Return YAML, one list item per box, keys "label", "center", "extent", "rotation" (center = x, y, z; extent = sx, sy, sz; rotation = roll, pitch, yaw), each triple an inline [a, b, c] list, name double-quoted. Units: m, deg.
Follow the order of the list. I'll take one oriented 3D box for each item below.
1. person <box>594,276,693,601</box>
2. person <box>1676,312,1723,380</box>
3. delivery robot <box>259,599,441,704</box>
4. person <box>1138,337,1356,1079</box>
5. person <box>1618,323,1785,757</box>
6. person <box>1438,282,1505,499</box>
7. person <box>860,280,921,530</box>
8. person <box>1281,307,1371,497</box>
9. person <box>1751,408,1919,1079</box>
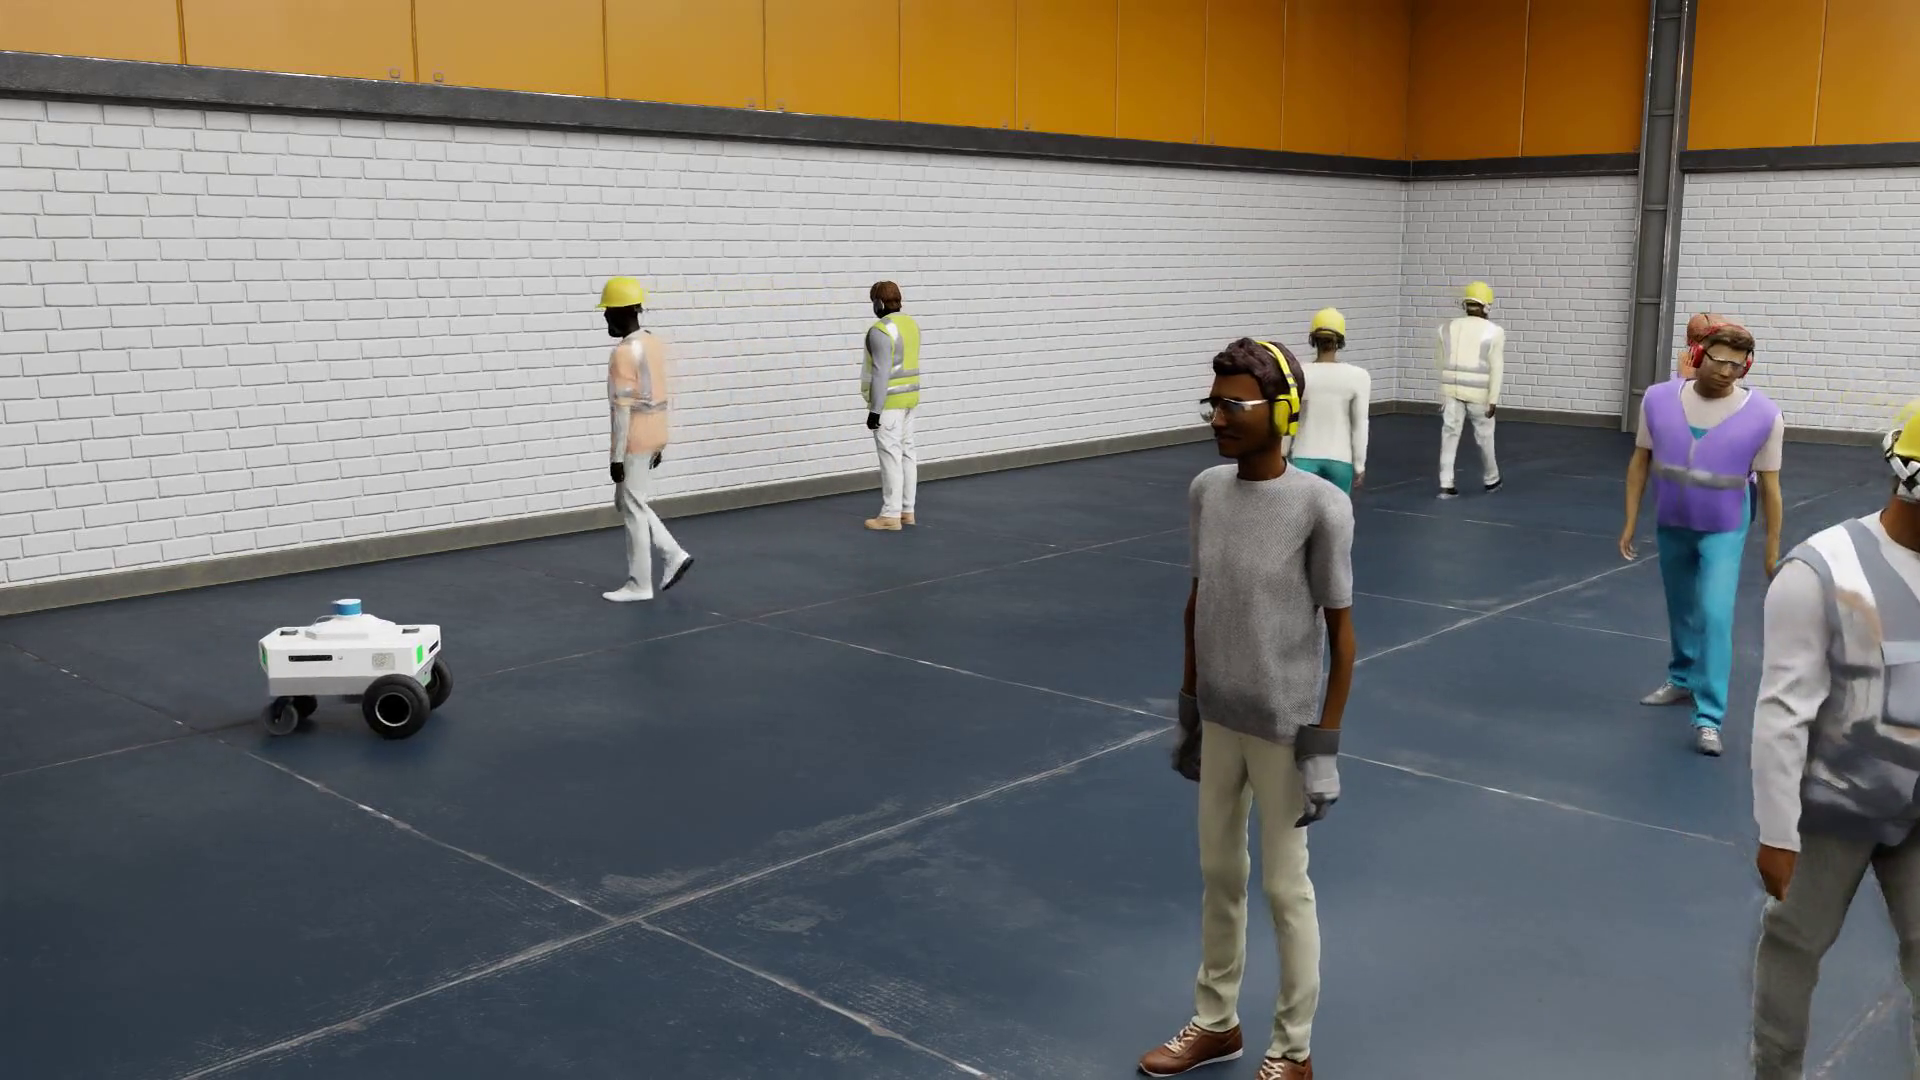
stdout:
- label: "person"
  center: [-1.889, -0.575, 9.711]
  extent: [0.447, 1.913, 0.617]
  rotation: [1, 10, 8]
- label: "person"
  center: [5.045, -0.732, 11.378]
  extent: [0.308, 1.645, 0.514]
  rotation: [-1, 10, -5]
- label: "delivery robot"
  center: [-2.637, 0.498, 7.204]
  extent: [0.707, 0.478, 0.477]
  rotation: [-1, 10, -4]
- label: "person"
  center: [0.701, 0.454, 3.984]
  extent: [0.329, 1.871, 0.513]
  rotation: [-8, 12, -37]
- label: "person"
  center: [3.203, -0.043, 7.126]
  extent: [0.622, 1.776, 0.870]
  rotation: [9, 14, 43]
- label: "person"
  center: [4.278, -1.246, 13.900]
  extent: [0.594, 1.789, 0.865]
  rotation: [7, 12, 35]
- label: "person"
  center: [-0.522, -0.993, 12.320]
  extent: [0.430, 1.838, 0.624]
  rotation: [4, 11, 24]
- label: "person"
  center: [2.079, -0.466, 9.595]
  extent: [0.527, 1.742, 0.779]
  rotation: [3, 10, 14]
- label: "person"
  center: [1.999, 0.584, 3.497]
  extent: [0.623, 1.772, 0.937]
  rotation: [-1, 10, -4]
